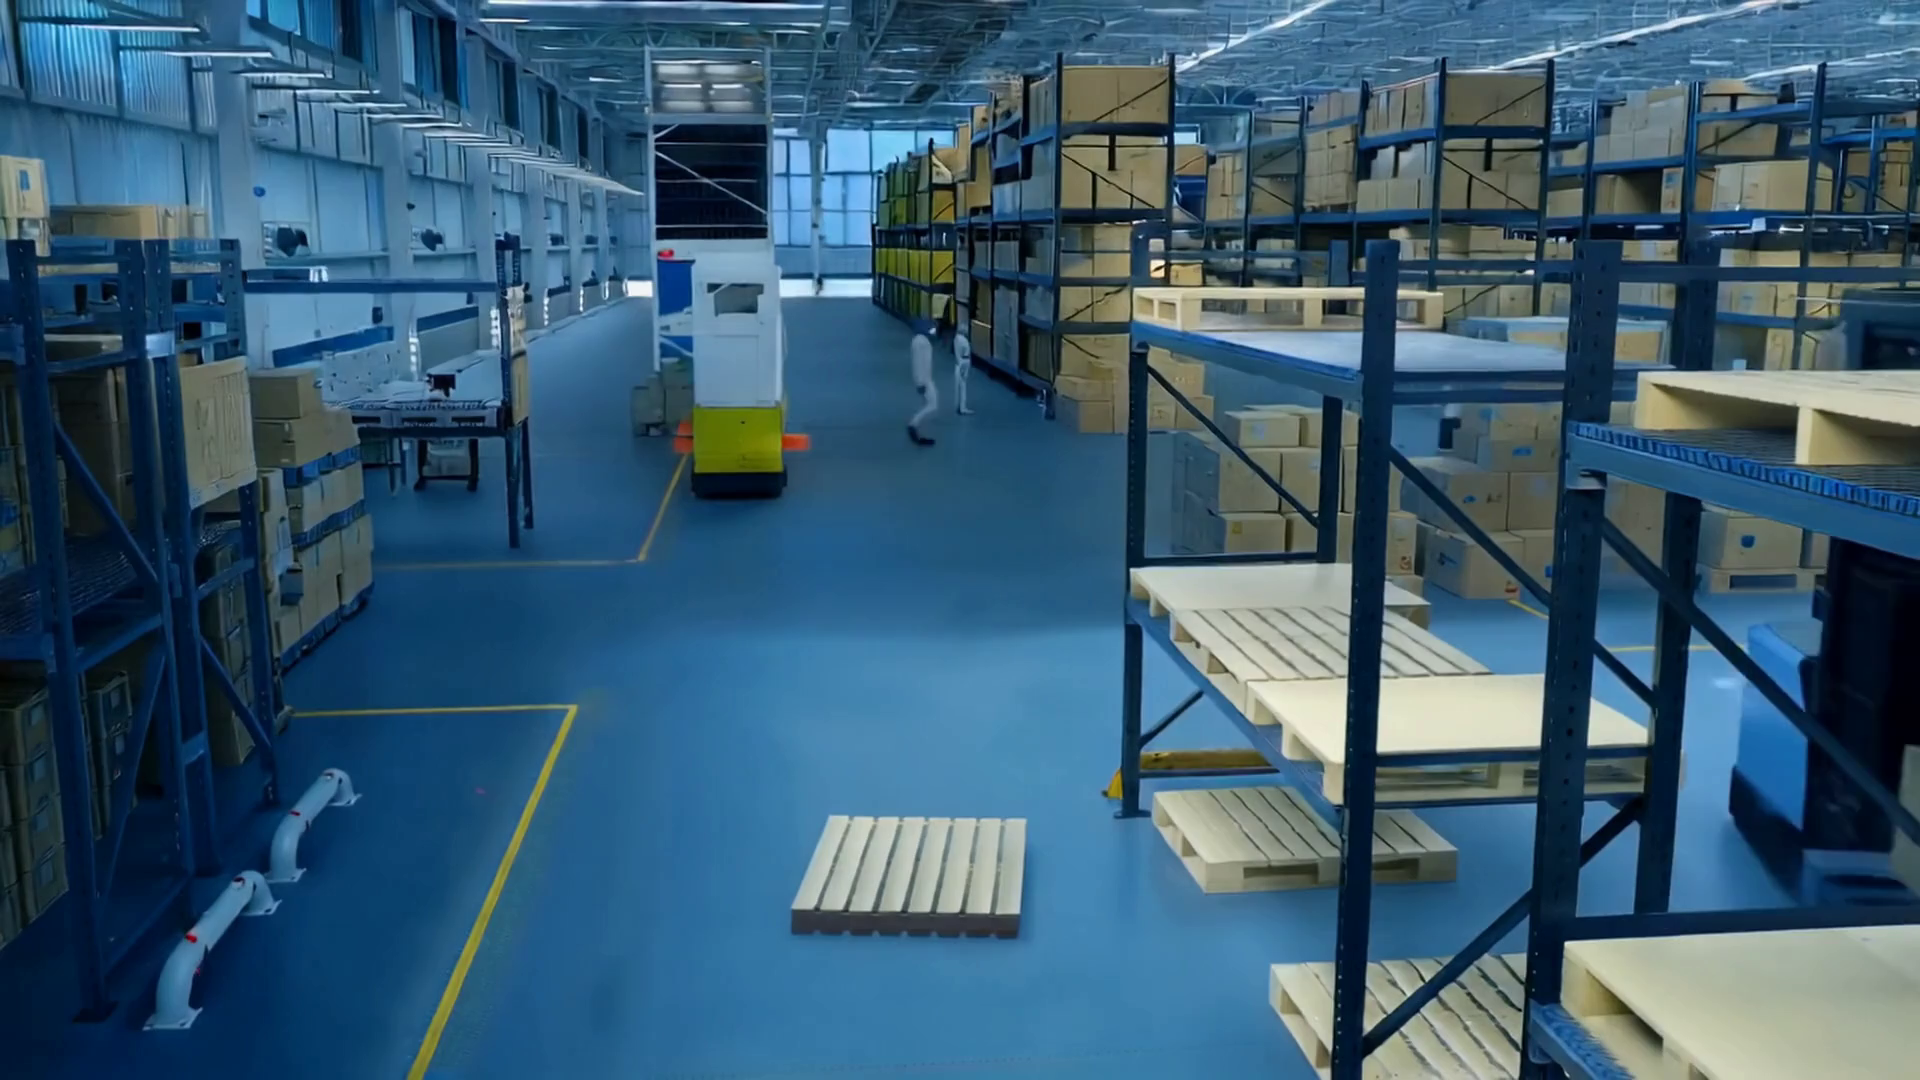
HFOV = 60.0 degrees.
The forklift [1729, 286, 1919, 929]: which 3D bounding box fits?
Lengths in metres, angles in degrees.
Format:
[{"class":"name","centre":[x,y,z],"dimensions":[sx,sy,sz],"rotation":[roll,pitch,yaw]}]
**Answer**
[{"class":"forklift","centre":[4.405,0.254,7.526],"dimensions":[1.129,2.768,1.873],"rotation":[1,10,8]}]

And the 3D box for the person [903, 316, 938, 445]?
[{"class":"person","centre":[-0.567,-2.333,24.517],"dimensions":[0.458,1.926,0.639],"rotation":[-3,11,-17]}]

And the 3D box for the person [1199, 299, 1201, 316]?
[{"class":"person","centre":[6.473,-6.003,45.658],"dimensions":[0.361,1.621,0.517],"rotation":[0,10,-2]}]

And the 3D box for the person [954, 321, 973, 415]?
[{"class":"person","centre":[0.043,-2.997,28.985],"dimensions":[0.308,1.640,0.511],"rotation":[4,11,21]}]

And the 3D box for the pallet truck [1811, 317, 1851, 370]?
[{"class":"pallet truck","centre":[15.846,-3.142,28.793],"dimensions":[1.885,1.965,0.823],"rotation":[2,10,12]}]

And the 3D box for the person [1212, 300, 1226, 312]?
[{"class":"person","centre":[7.745,-6.712,49.066],"dimensions":[0.671,1.823,0.587],"rotation":[-3,11,-17]}]

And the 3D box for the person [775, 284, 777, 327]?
[{"class":"person","centre":[-5.486,-6.609,48.491],"dimensions":[0.445,1.825,0.664],"rotation":[-3,11,-15]}]

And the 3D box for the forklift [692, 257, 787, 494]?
[{"class":"forklift","centre":[-2.704,-2.042,20.250],"dimensions":[1.129,2.768,1.873],"rotation":[-1,10,-6]}]

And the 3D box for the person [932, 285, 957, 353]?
[{"class":"person","centre":[-0.354,-5.913,44.594],"dimensions":[0.971,1.850,0.631],"rotation":[-2,10,-12]}]

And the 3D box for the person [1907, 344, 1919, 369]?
[{"class":"person","centre":[15.897,-2.942,27.808],"dimensions":[0.831,1.936,0.623],"rotation":[3,11,16]}]

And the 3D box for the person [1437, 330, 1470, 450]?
[{"class":"person","centre":[5.924,-1.497,19.734],"dimensions":[0.625,1.973,0.630],"rotation":[6,12,29]}]

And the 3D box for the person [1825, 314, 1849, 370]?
[{"class":"person","centre":[13.991,-2.675,26.582],"dimensions":[0.637,1.867,0.710],"rotation":[6,12,31]}]

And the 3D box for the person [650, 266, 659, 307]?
[{"class":"person","centre":[-13.934,-11.627,76.024],"dimensions":[0.384,1.928,0.574],"rotation":[6,12,28]}]

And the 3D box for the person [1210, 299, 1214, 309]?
[{"class":"person","centre":[8.078,-7.863,54.984],"dimensions":[0.623,1.994,1.032],"rotation":[-1,10,-6]}]
